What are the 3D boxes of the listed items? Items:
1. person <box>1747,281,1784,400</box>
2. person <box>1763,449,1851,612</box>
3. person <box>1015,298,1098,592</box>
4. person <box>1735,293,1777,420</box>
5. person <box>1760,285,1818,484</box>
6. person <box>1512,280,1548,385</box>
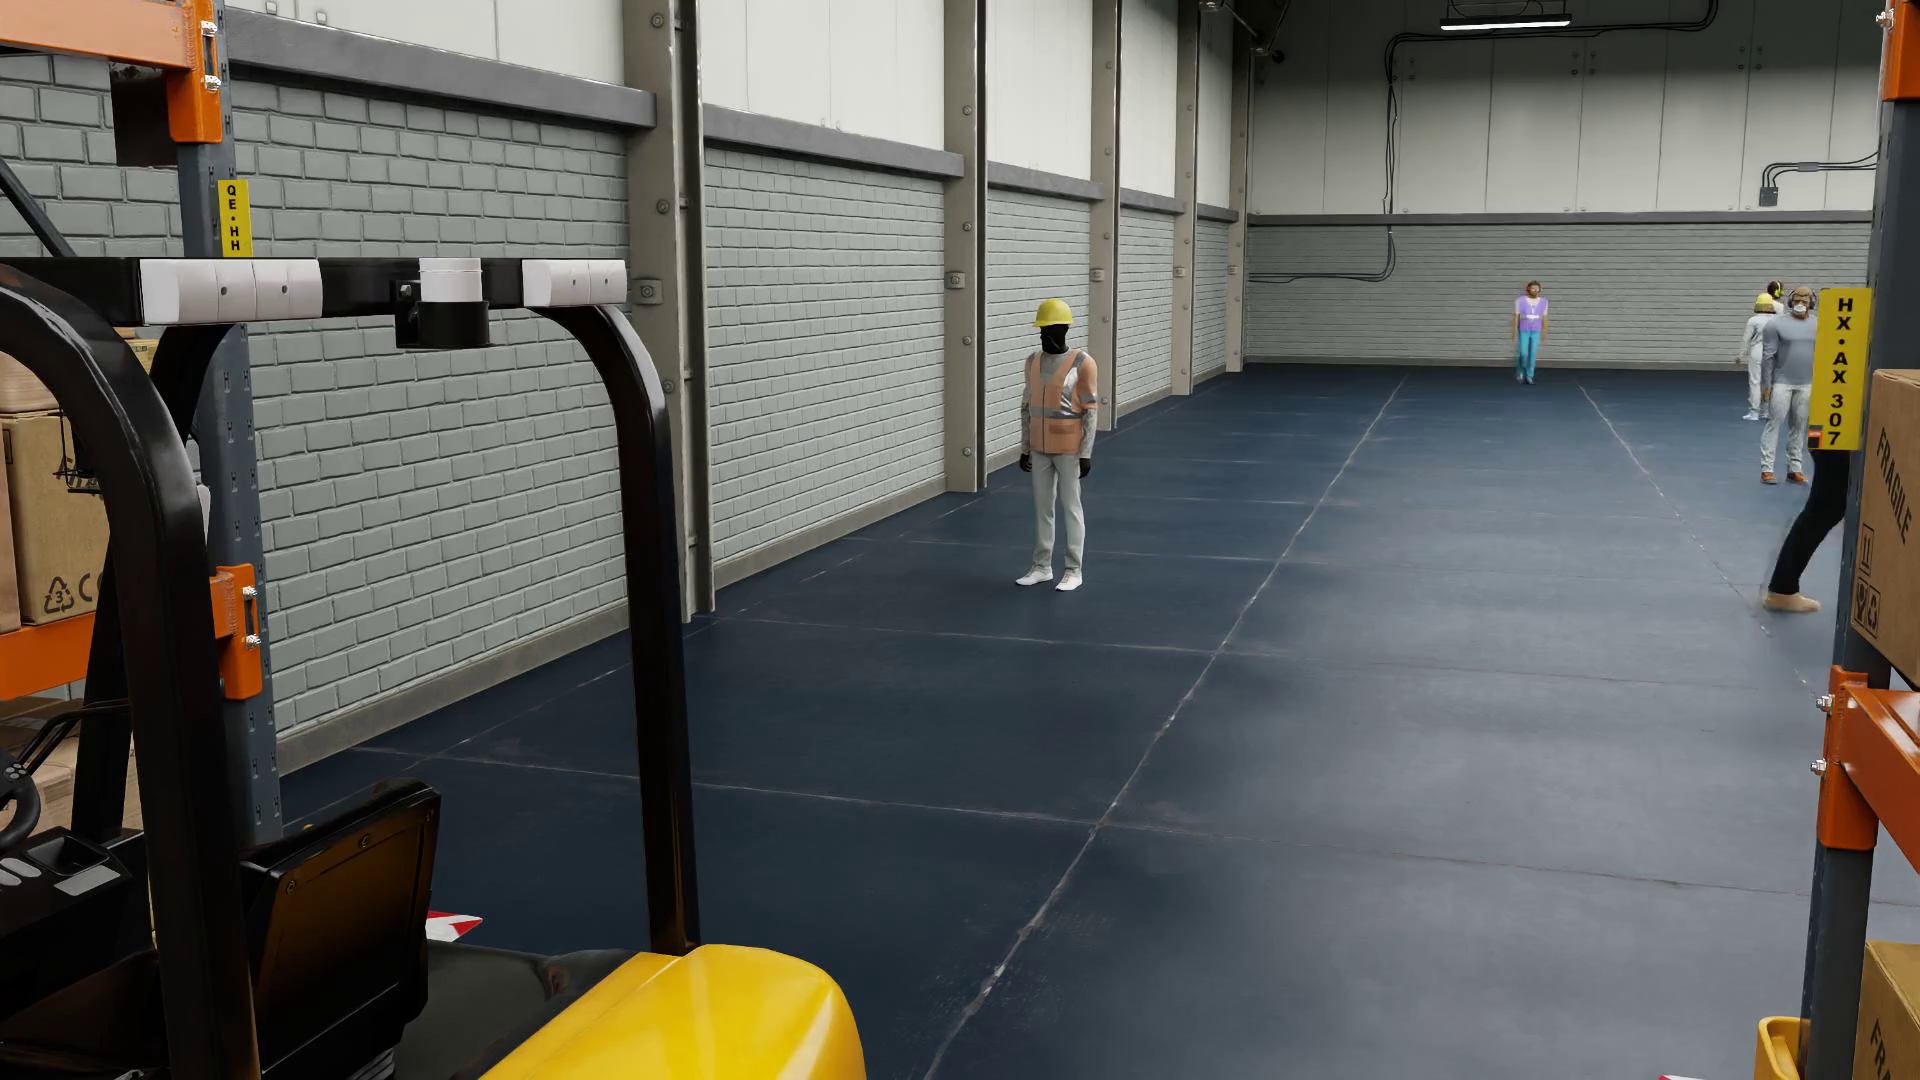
[{"bbox_3d":[12.508,-3.051,25.710,0.366,1.854,0.568,-3,10,-18],"label":"person"},{"bbox_3d":[5.487,-0.532,10.109,1.032,2.000,0.702,6,11,32],"label":"person"},{"bbox_3d":[0.629,-0.626,11.003,0.592,1.926,0.366,8,12,39],"label":"person"},{"bbox_3d":[10.936,-2.507,22.780,0.502,1.736,0.387,-2,10,-11],"label":"person"},{"bbox_3d":[8.114,-1.501,16.193,0.629,1.937,0.379,1,10,3],"label":"person"},{"bbox_3d":[10.017,-3.640,29.226,0.603,1.830,0.452,0,10,1],"label":"person"}]
